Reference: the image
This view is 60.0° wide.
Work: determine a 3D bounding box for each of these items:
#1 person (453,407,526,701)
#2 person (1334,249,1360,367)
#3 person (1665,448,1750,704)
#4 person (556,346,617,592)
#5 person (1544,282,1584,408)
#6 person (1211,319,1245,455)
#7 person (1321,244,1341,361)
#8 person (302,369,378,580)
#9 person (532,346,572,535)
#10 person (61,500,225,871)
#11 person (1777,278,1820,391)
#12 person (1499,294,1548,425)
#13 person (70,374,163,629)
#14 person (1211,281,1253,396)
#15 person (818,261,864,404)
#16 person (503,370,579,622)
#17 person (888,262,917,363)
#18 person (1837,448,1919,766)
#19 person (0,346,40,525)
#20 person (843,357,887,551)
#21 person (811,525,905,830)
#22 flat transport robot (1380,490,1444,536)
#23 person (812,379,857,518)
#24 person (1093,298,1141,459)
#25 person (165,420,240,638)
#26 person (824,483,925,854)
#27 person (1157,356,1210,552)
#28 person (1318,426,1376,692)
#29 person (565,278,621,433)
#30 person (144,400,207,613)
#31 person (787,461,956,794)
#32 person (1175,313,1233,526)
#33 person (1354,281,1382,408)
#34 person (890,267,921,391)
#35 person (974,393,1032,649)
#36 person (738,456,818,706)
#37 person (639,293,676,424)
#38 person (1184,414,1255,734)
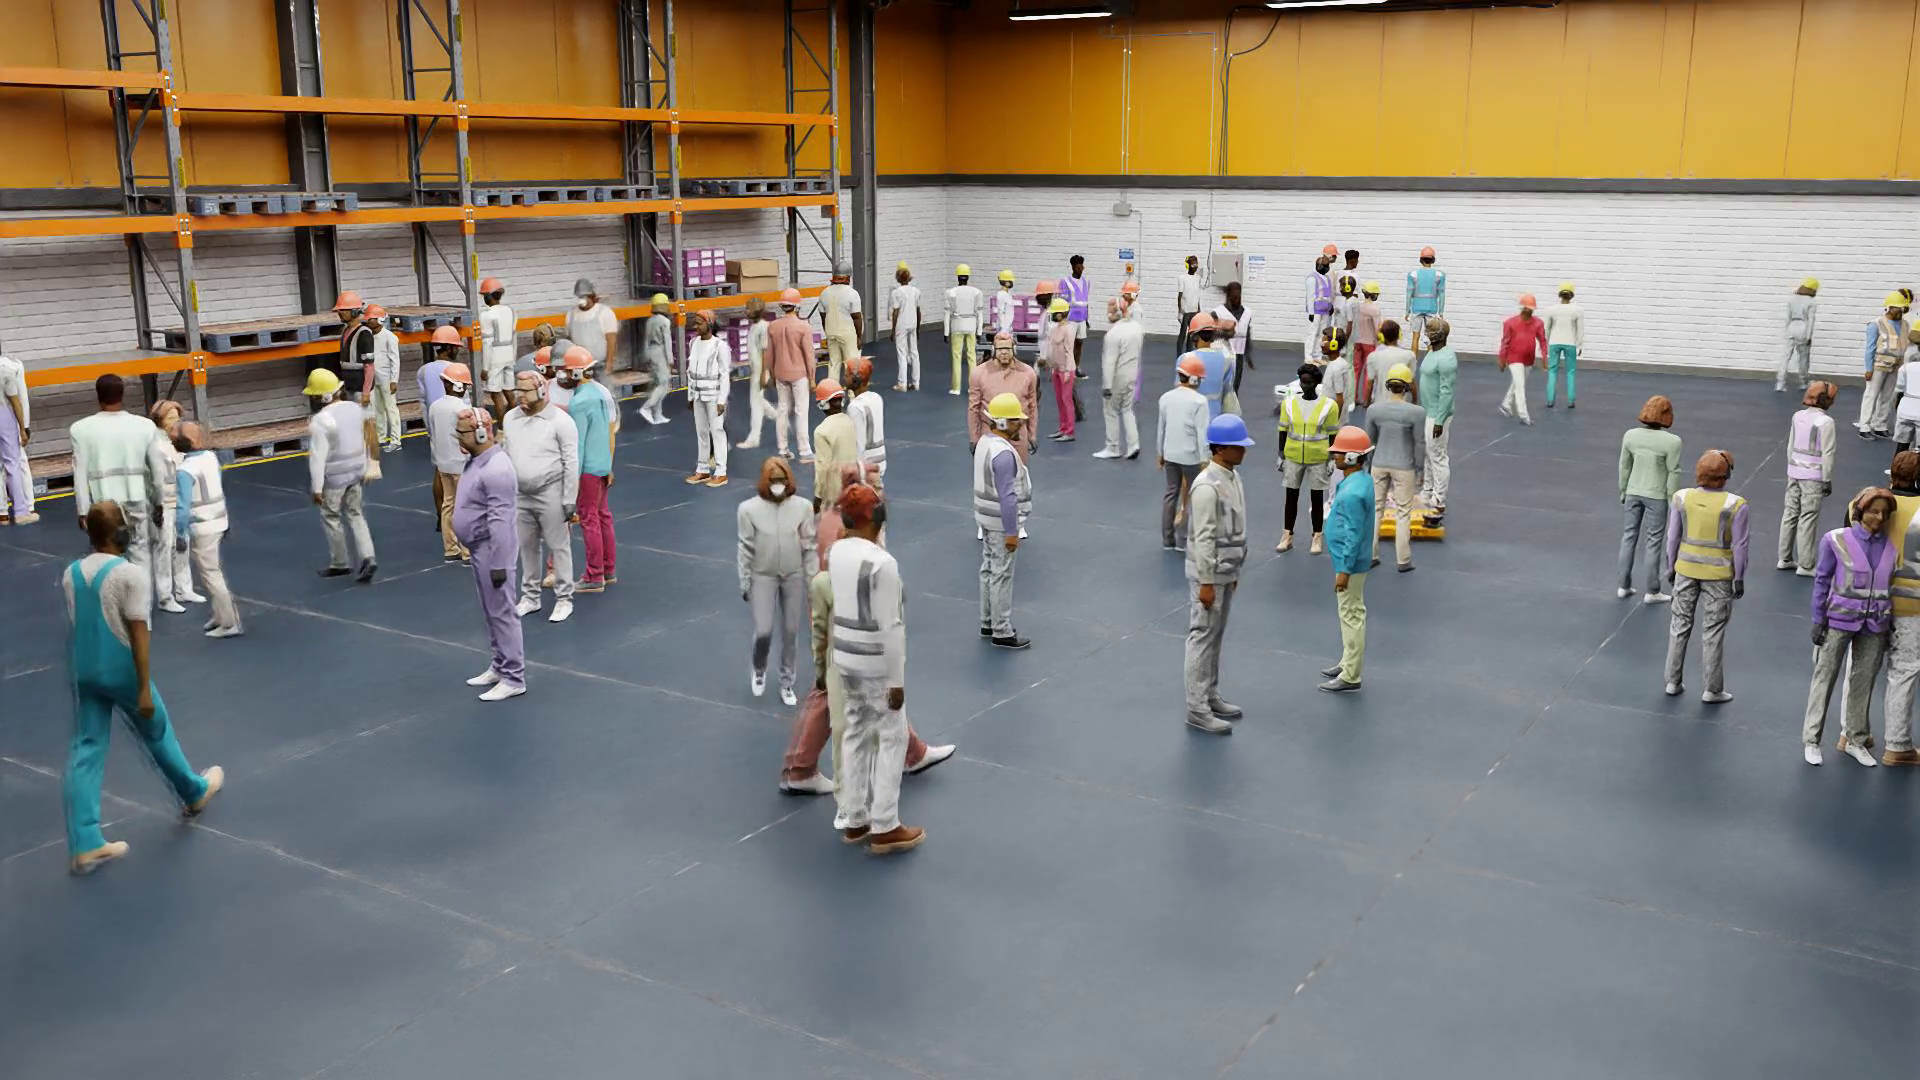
[{"bbox_3d":[-3.063,0.083,10.768,0.398,1.900,0.649,-7,15,-27],"label":"person"},{"bbox_3d":[6.469,-3.878,27.820,0.386,1.956,0.604,-4,14,-18],"label":"person"},{"bbox_3d":[4.777,0.232,10.670,0.310,1.645,0.514,-11,17,-41],"label":"person"},{"bbox_3d":[-3.011,-0.572,13.411,0.407,1.987,0.615,2,13,8],"label":"person"},{"bbox_3d":[8.413,-2.716,23.216,0.565,1.759,0.346,4,14,18],"label":"person"},{"bbox_3d":[3.089,-1.736,19.252,0.473,1.627,0.540,9,16,35],"label":"person"},{"bbox_3d":[6.307,-4.078,28.592,0.385,1.993,0.623,-1,13,-6],"label":"person"},{"bbox_3d":[-5.063,-0.522,13.630,0.616,1.788,0.653,6,14,24],"label":"person"},{"bbox_3d":[-3.793,-0.922,15.432,0.342,1.750,0.568,1,13,3],"label":"person"},{"bbox_3d":[-4.204,0.684,8.413,0.531,1.779,1.019,3,13,13],"label":"person"},{"bbox_3d":[12.588,-3.075,24.918,0.895,1.673,0.517,-7,15,-29],"label":"person"},{"bbox_3d":[7.438,-2.424,22.061,0.562,1.713,0.907,-3,13,-11],"label":"person"},{"bbox_3d":[-6.297,-0.305,12.453,0.610,1.889,0.860,-8,15,-32],"label":"person"},{"bbox_3d":[3.462,-2.346,21.260,0.594,1.915,0.410,-7,15,-28],"label":"person"},{"bbox_3d":[-1.602,-2.870,23.254,0.680,2.000,0.537,8,15,32],"label":"person"},{"bbox_3d":[-3.179,-0.328,12.522,0.643,1.908,0.399,5,14,22],"label":"person"},{"bbox_3d":[-0.964,-3.878,28.357,0.497,1.709,0.867,-5,14,-21],"label":"person"},{"bbox_3d":[5.402,0.380,9.596,0.429,1.843,0.633,-7,15,-27],"label":"person"},{"bbox_3d":[-9.113,-1.048,15.779,0.514,1.846,0.338,0,13,1],"label":"person"},{"bbox_3d":[-0.787,-0.543,13.506,0.361,1.884,0.575,4,13,16],"label":"person"},{"bbox_3d":[-0.538,0.662,8.891,0.505,1.611,0.730,0,13,1],"label":"person"},{"bbox_3d":[4.139,-0.283,15.910,0.652,0.197,1.431,1,13,3],"label":"flat transport robot"},{"bbox_3d":[-1.004,-0.416,13.258,0.337,1.742,0.561,8,15,31],"label":"person"},{"bbox_3d":[1.855,-1.849,19.179,0.582,1.878,0.741,10,16,36],"label":"person"},{"bbox_3d":[-5.490,-0.068,12.004,0.478,1.616,0.530,0,13,0],"label":"person"},{"bbox_3d":[-0.482,0.638,8.458,0.366,1.856,0.621,-10,16,-37],"label":"person"},{"bbox_3d":[1.996,-0.759,14.763,0.381,1.739,0.636,-10,16,-36],"label":"person"},{"bbox_3d":[2.535,0.122,10.903,0.328,1.753,0.560,4,14,17],"label":"person"},{"bbox_3d":[-4.558,-2.264,20.628,0.679,2.000,0.894,2,13,7],"label":"person"},{"bbox_3d":[-6.093,-0.266,12.845,0.314,1.636,0.535,2,13,7],"label":"person"},{"bbox_3d":[-0.511,0.482,9.124,1.016,1.849,0.671,-4,14,-16],"label":"person"},{"bbox_3d":[2.264,-1.125,15.727,0.615,2.028,0.409,-6,14,-26],"label":"person"},{"bbox_3d":[5.703,-2.734,23.269,0.324,1.767,0.533,-7,15,-29],"label":"person"},{"bbox_3d":[-0.813,-3.146,24.886,0.513,1.841,0.326,-9,16,-34],"label":"person"},{"bbox_3d":[0.308,-0.137,11.862,0.404,1.830,0.600,-3,13,-15],"label":"person"},{"bbox_3d":[-1.149,0.267,10.575,0.500,1.620,0.339,-4,14,-18],"label":"person"},{"bbox_3d":[-3.984,-2.357,21.728,0.572,1.711,0.506,-11,17,-40],"label":"person"},{"bbox_3d":[1.576,0.191,10.178,0.402,1.949,0.605,6,14,24],"label":"person"}]
